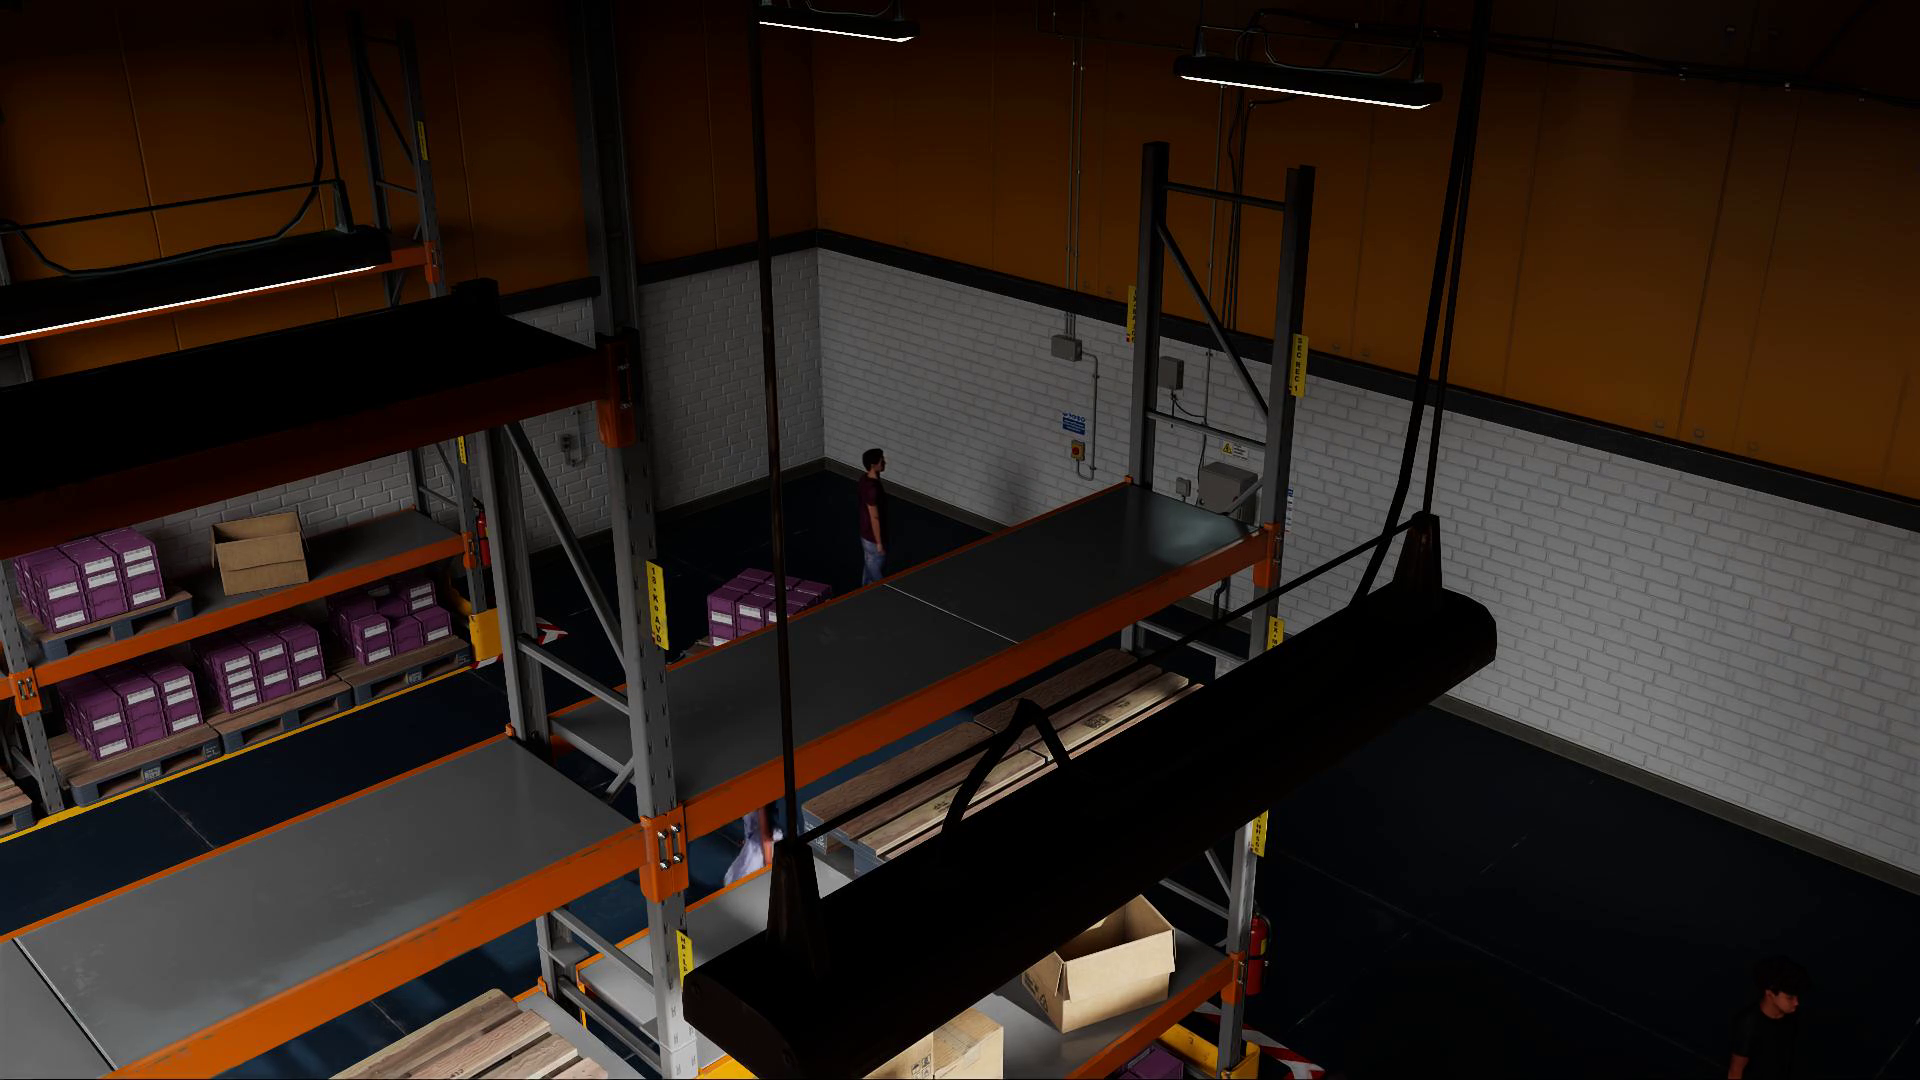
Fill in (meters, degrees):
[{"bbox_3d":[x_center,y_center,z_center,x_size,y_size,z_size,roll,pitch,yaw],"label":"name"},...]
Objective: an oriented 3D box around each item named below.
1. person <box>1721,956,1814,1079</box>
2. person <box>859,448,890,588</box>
[{"bbox_3d":[4.557,3.134,9.552,0.595,1.782,0.736,-12,26,-26],"label":"person"},{"bbox_3d":[-0.869,-0.053,16.751,0.746,1.855,0.742,-5,24,-12],"label":"person"}]
